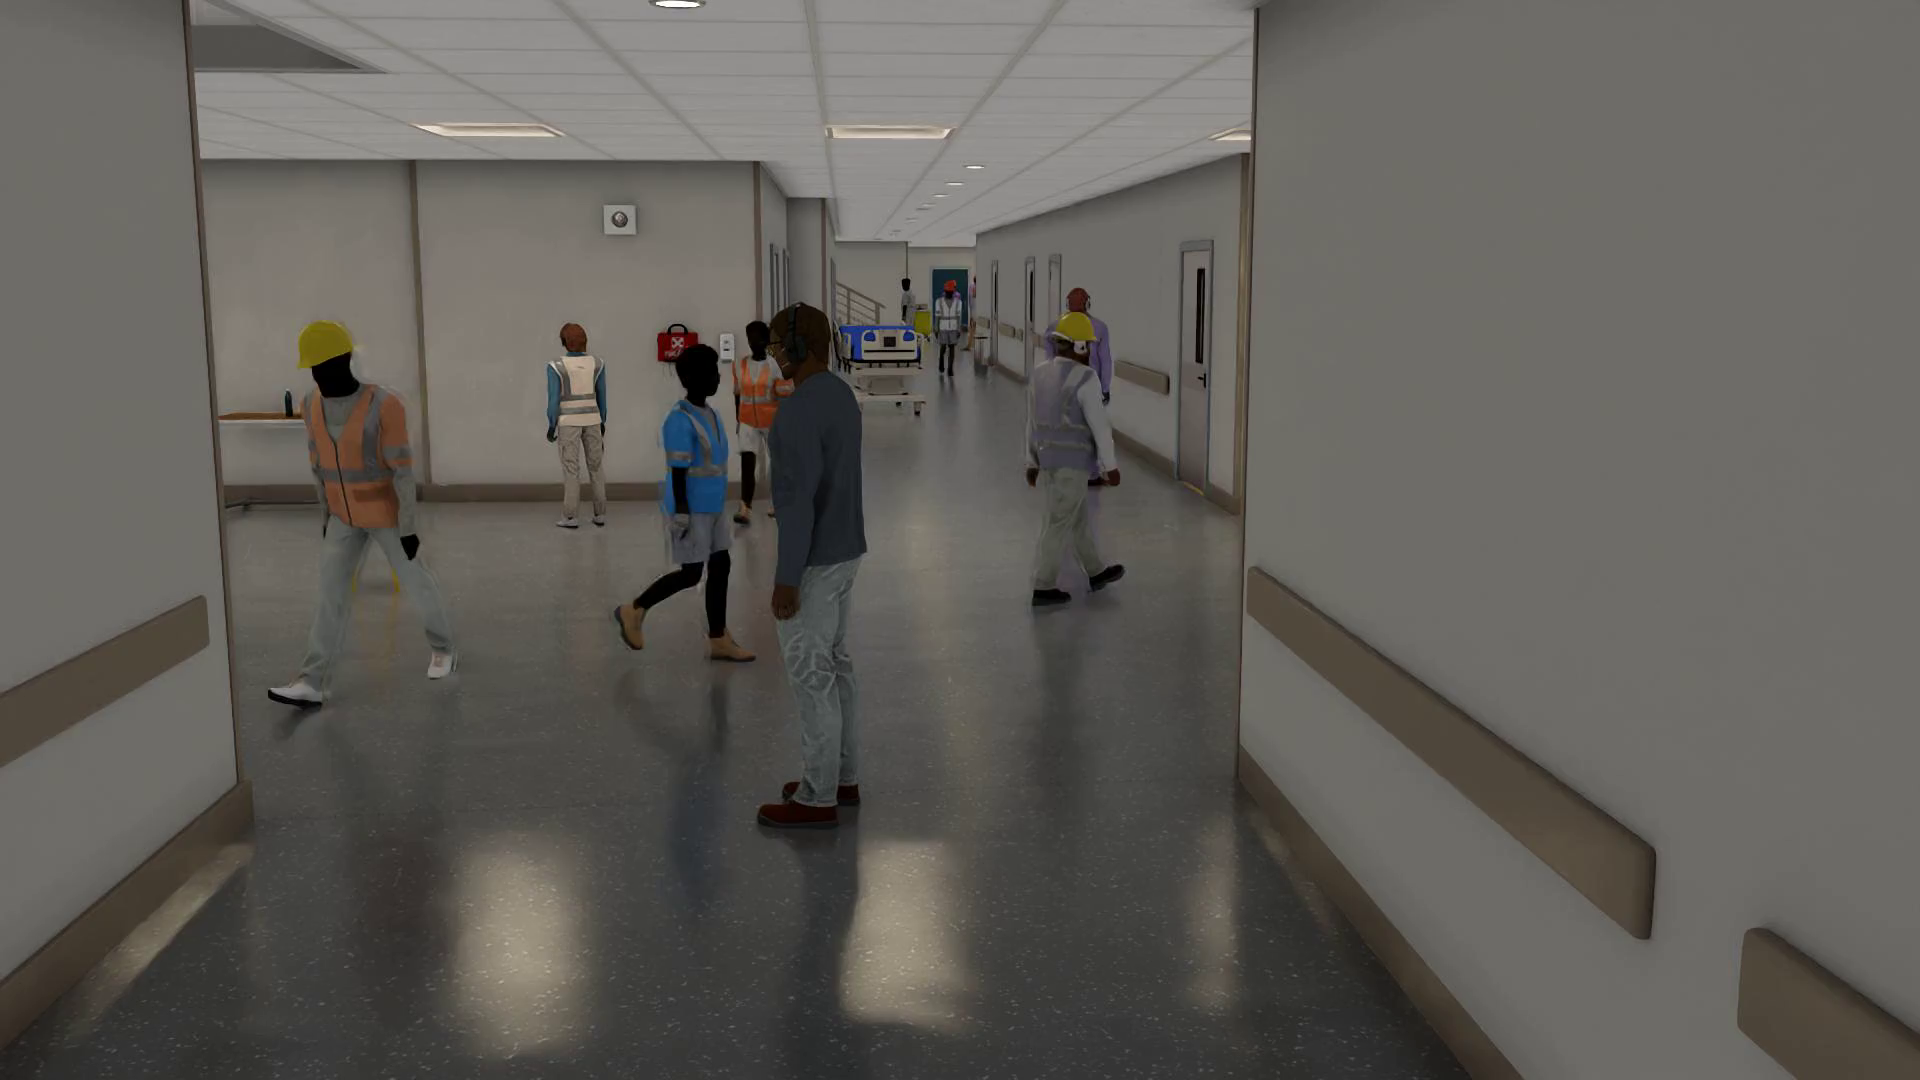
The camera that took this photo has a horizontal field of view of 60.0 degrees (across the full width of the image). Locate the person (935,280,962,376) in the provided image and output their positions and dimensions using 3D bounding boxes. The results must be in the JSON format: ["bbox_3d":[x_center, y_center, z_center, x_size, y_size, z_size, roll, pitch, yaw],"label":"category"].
[{"bbox_3d":[-0.232,-4.264,33.521,0.542,1.917,0.528,-1,9,-8],"label":"person"}]

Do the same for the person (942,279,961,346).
[{"bbox_3d":[-0.246,-6.382,46.827,0.566,1.914,0.616,-2,9,-12],"label":"person"}]

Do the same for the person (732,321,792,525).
[{"bbox_3d":[-1.627,-0.962,13.617,0.544,1.643,0.885,2,9,13],"label":"person"}]

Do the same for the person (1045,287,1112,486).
[{"bbox_3d":[1.146,-1.468,15.996,0.643,1.908,0.411,3,9,16],"label":"person"}]

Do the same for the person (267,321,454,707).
[{"bbox_3d":[-2.860,-0.143,8.001,0.599,1.814,1.153,3,10,18],"label":"person"}]

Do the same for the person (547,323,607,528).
[{"bbox_3d":[-3.065,-0.912,13.338,0.514,1.642,0.310,-7,11,-38],"label":"person"}]

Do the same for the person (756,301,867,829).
[{"bbox_3d":[-0.541,0.091,6.160,0.381,1.928,0.634,2,9,10],"label":"person"}]

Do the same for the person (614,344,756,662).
[{"bbox_3d":[-1.432,-0.181,8.643,0.646,1.677,0.535,2,9,14],"label":"person"}]

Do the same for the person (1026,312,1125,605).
[{"bbox_3d":[0.762,-0.510,10.344,0.912,1.786,0.606,-6,11,-34],"label":"person"}]

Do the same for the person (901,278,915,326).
[{"bbox_3d":[-1.366,-5.850,43.376,0.388,1.952,0.614,3,10,19],"label":"person"}]
